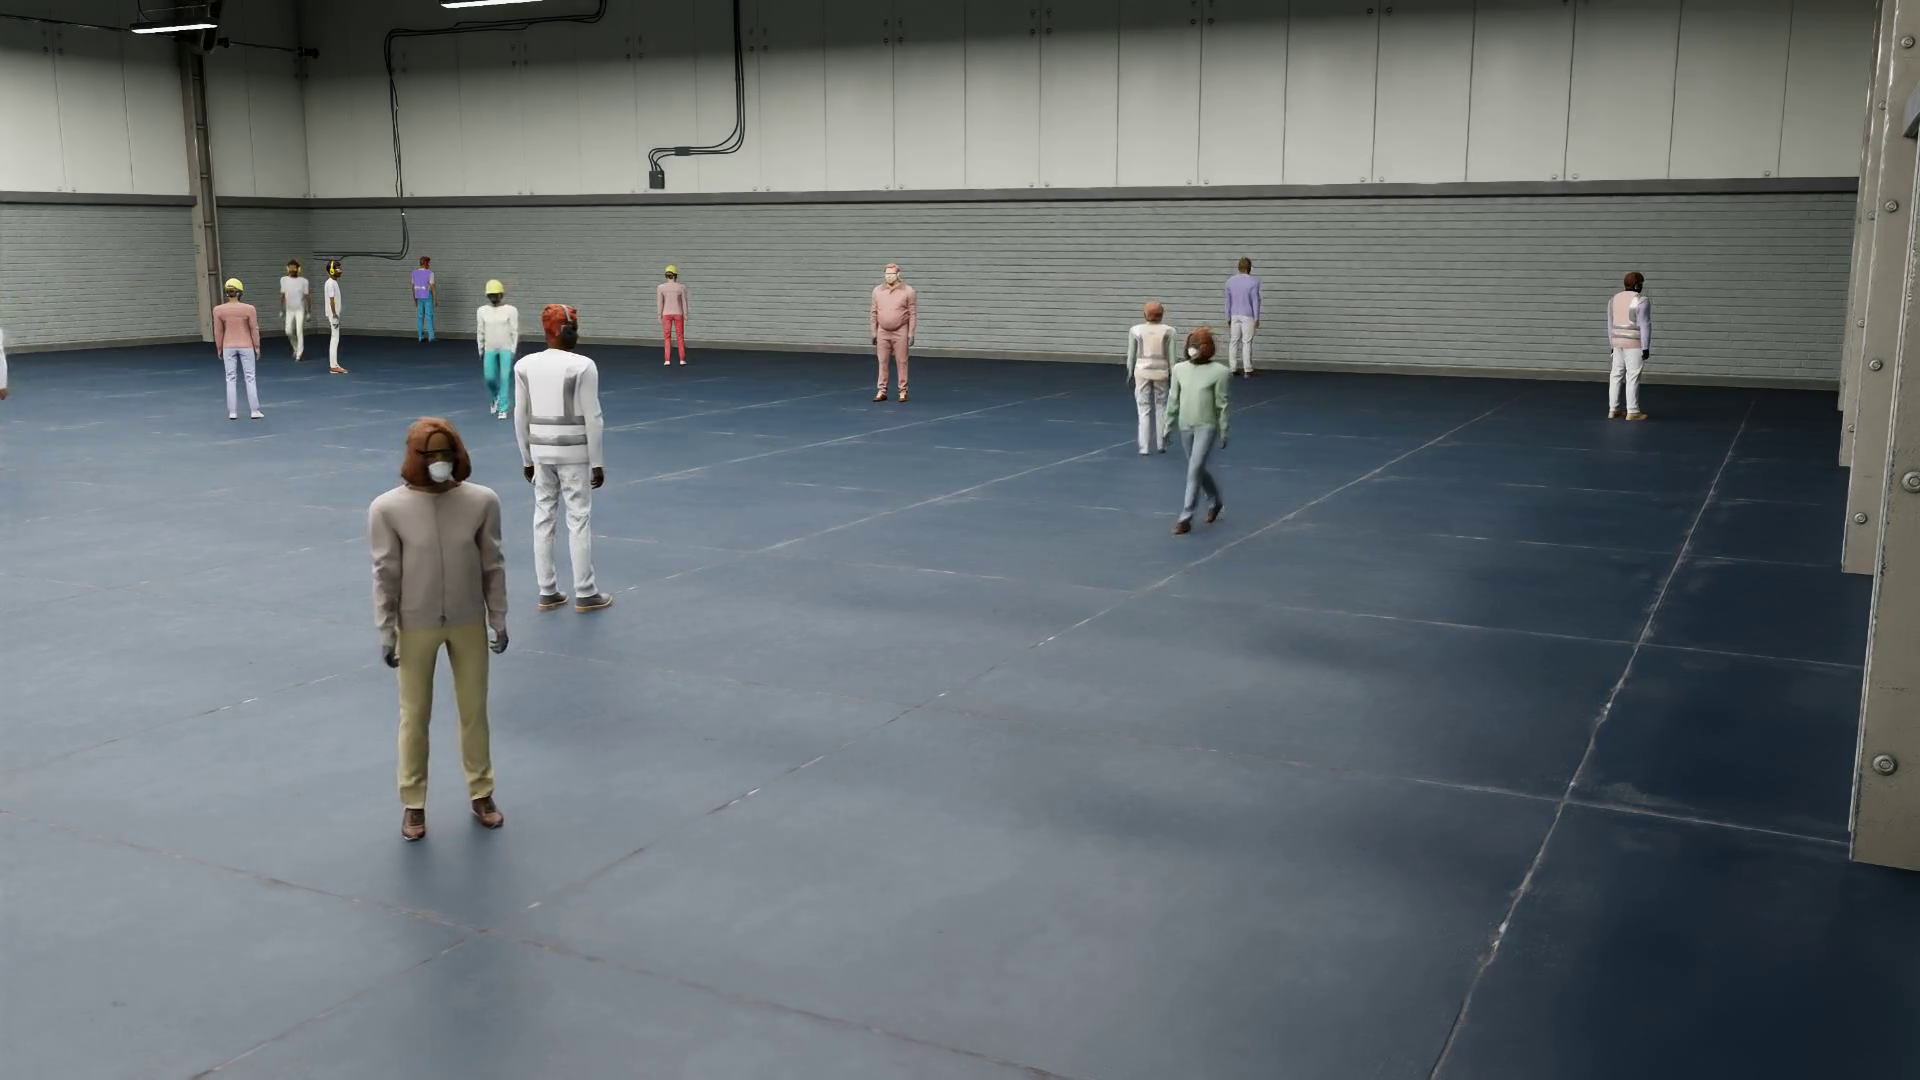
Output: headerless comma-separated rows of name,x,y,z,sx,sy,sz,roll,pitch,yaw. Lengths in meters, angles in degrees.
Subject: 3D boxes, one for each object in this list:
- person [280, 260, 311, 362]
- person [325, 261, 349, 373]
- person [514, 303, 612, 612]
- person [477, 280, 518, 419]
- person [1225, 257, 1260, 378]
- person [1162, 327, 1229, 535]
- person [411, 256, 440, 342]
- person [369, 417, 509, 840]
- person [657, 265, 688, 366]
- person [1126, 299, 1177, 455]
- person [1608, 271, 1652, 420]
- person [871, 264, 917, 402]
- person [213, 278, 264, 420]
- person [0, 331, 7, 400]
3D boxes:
person,-12.145,-4.185,30.386,0.557,1.848,0.460,-2,11,-11
person,-10.476,-3.739,27.901,0.310,1.868,0.534,-4,11,-19
person,-2.435,-0.496,10.172,0.574,1.884,0.358,4,11,19
person,-5.796,-2.391,20.894,0.523,1.748,0.438,-1,10,-3
person,4.586,-3.603,26.967,0.627,1.941,0.374,9,14,41
person,1.882,-0.874,13.044,0.505,1.602,0.849,9,14,40
person,-11.557,-5.192,35.910,0.572,1.835,0.393,3,11,18
person,-1.976,0.334,6.366,0.500,1.626,0.302,-6,12,-30
person,-5.080,-3.962,29.403,0.532,1.765,0.323,-2,11,-10
person,2.011,-1.710,17.504,0.525,1.635,0.435,1,10,5
person,8.384,-2.423,20.796,0.429,1.845,0.627,-5,11,-25
person,-0.929,-2.854,22.972,0.642,1.909,0.399,3,11,14
person,-9.030,-2.383,20.815,0.524,1.760,0.327,-2,11,-12
person,-9.434,-1.485,15.789,0.591,1.799,0.807,-2,11,-8
